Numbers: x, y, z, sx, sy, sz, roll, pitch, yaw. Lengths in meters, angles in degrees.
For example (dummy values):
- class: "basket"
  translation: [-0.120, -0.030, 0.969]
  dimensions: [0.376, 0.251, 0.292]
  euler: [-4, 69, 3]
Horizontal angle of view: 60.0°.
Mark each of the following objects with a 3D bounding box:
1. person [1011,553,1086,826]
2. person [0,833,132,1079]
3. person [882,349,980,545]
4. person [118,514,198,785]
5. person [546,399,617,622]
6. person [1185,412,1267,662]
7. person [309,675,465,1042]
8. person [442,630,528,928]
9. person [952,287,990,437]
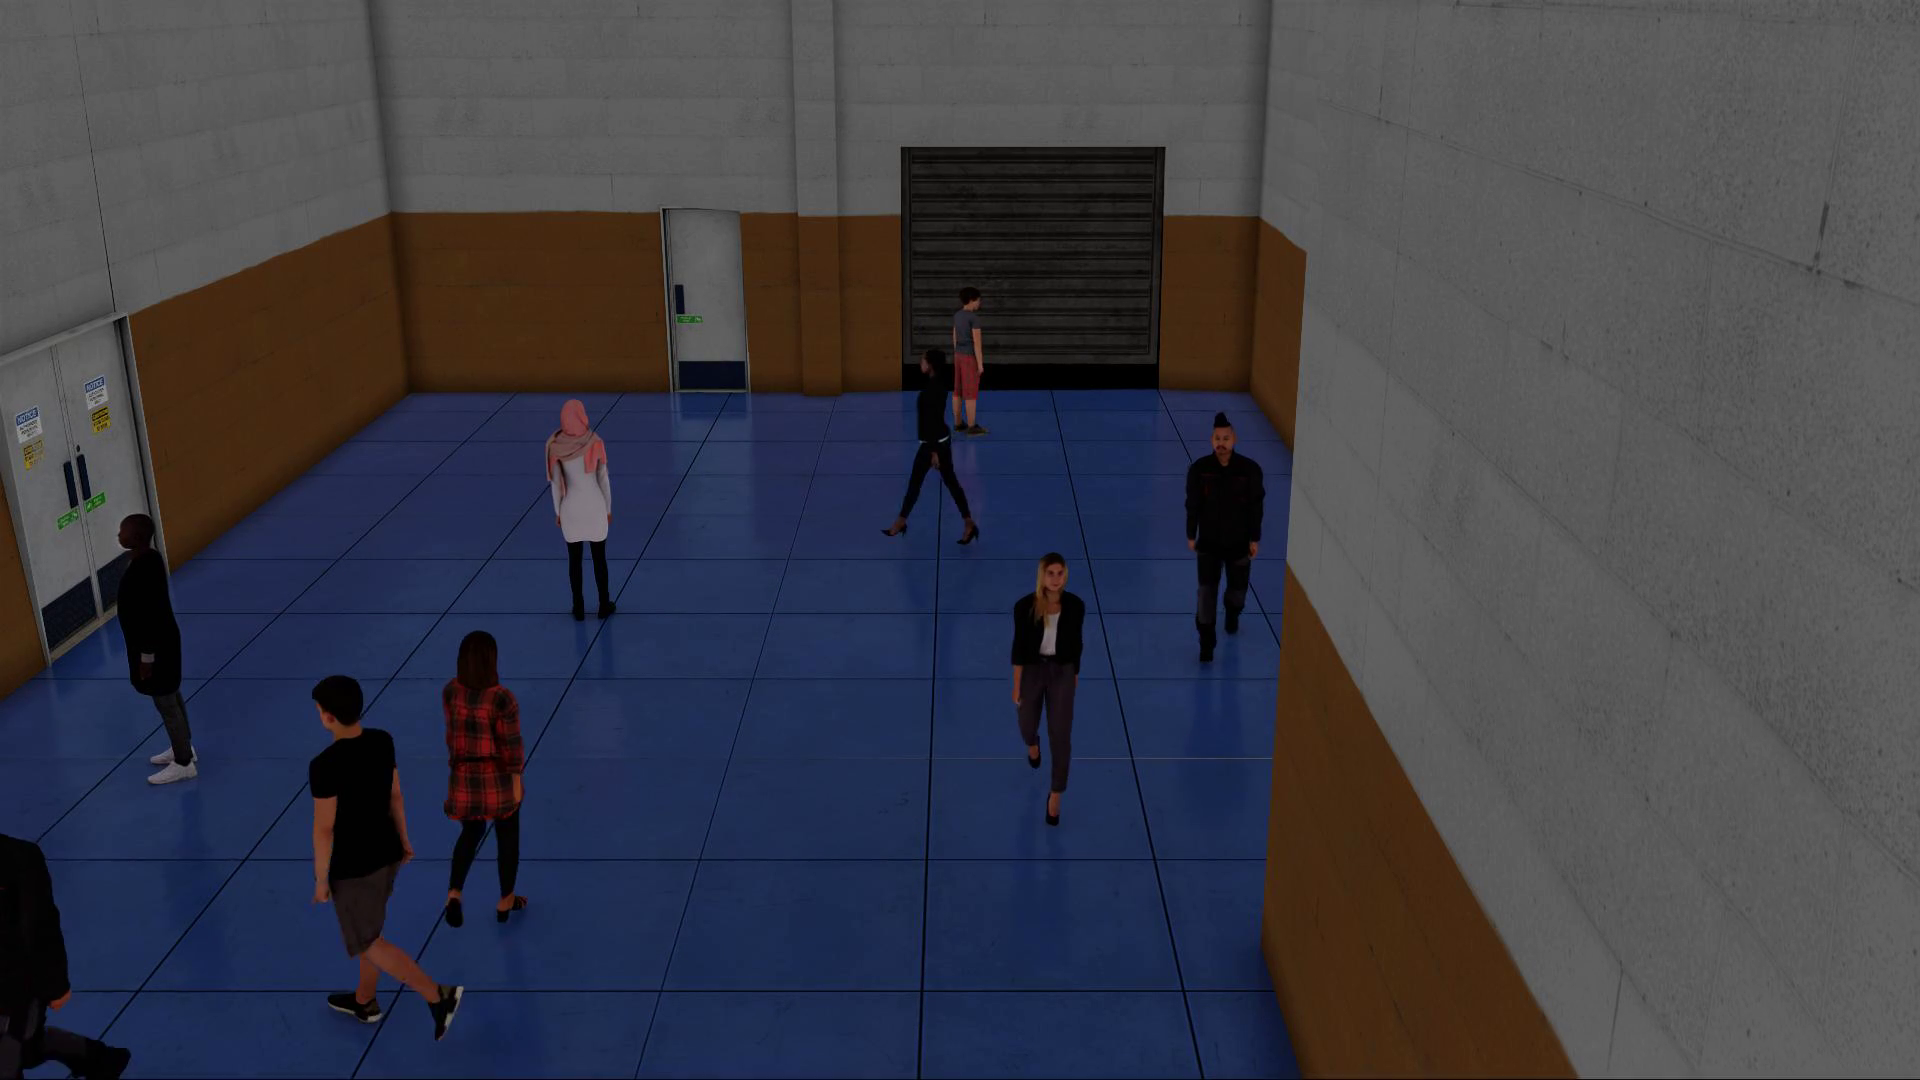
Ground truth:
- class: "person"
  translation: [0.509, 0.861, 10.173]
  dimensions: [0.981, 1.635, 0.646]
  euler: [0, 19, 1]
- class: "person"
  translation: [-3.941, 1.801, 6.964]
  dimensions: [1.251, 1.904, 1.034]
  euler: [6, 20, 18]
- class: "person"
  translation: [-0.134, -0.767, 14.779]
  dimensions: [1.212, 1.777, 0.868]
  euler: [6, 19, 16]
- class: "person"
  translation: [-5.083, 0.669, 10.546]
  dimensions: [0.671, 1.761, 0.708]
  euler: [-6, 20, -18]
- class: "person"
  translation: [-2.986, -0.240, 13.174]
  dimensions: [0.573, 1.804, 0.717]
  euler: [-2, 19, -7]
- class: "person"
  translation: [1.999, -0.054, 12.530]
  dimensions: [1.066, 1.840, 0.909]
  euler: [3, 19, 9]
- class: "person"
  translation: [-2.737, 1.536, 7.857]
  dimensions: [1.211, 1.836, 0.959]
  euler: [7, 20, 19]
- class: "person"
  translation: [-2.546, 1.309, 8.761]
  dimensions: [0.839, 1.689, 0.791]
  euler: [5, 19, 13]
- class: "person"
  translation: [0.071, -2.011, 18.647]
  dimensions: [0.716, 1.650, 0.677]
  euler: [-14, 23, -36]
